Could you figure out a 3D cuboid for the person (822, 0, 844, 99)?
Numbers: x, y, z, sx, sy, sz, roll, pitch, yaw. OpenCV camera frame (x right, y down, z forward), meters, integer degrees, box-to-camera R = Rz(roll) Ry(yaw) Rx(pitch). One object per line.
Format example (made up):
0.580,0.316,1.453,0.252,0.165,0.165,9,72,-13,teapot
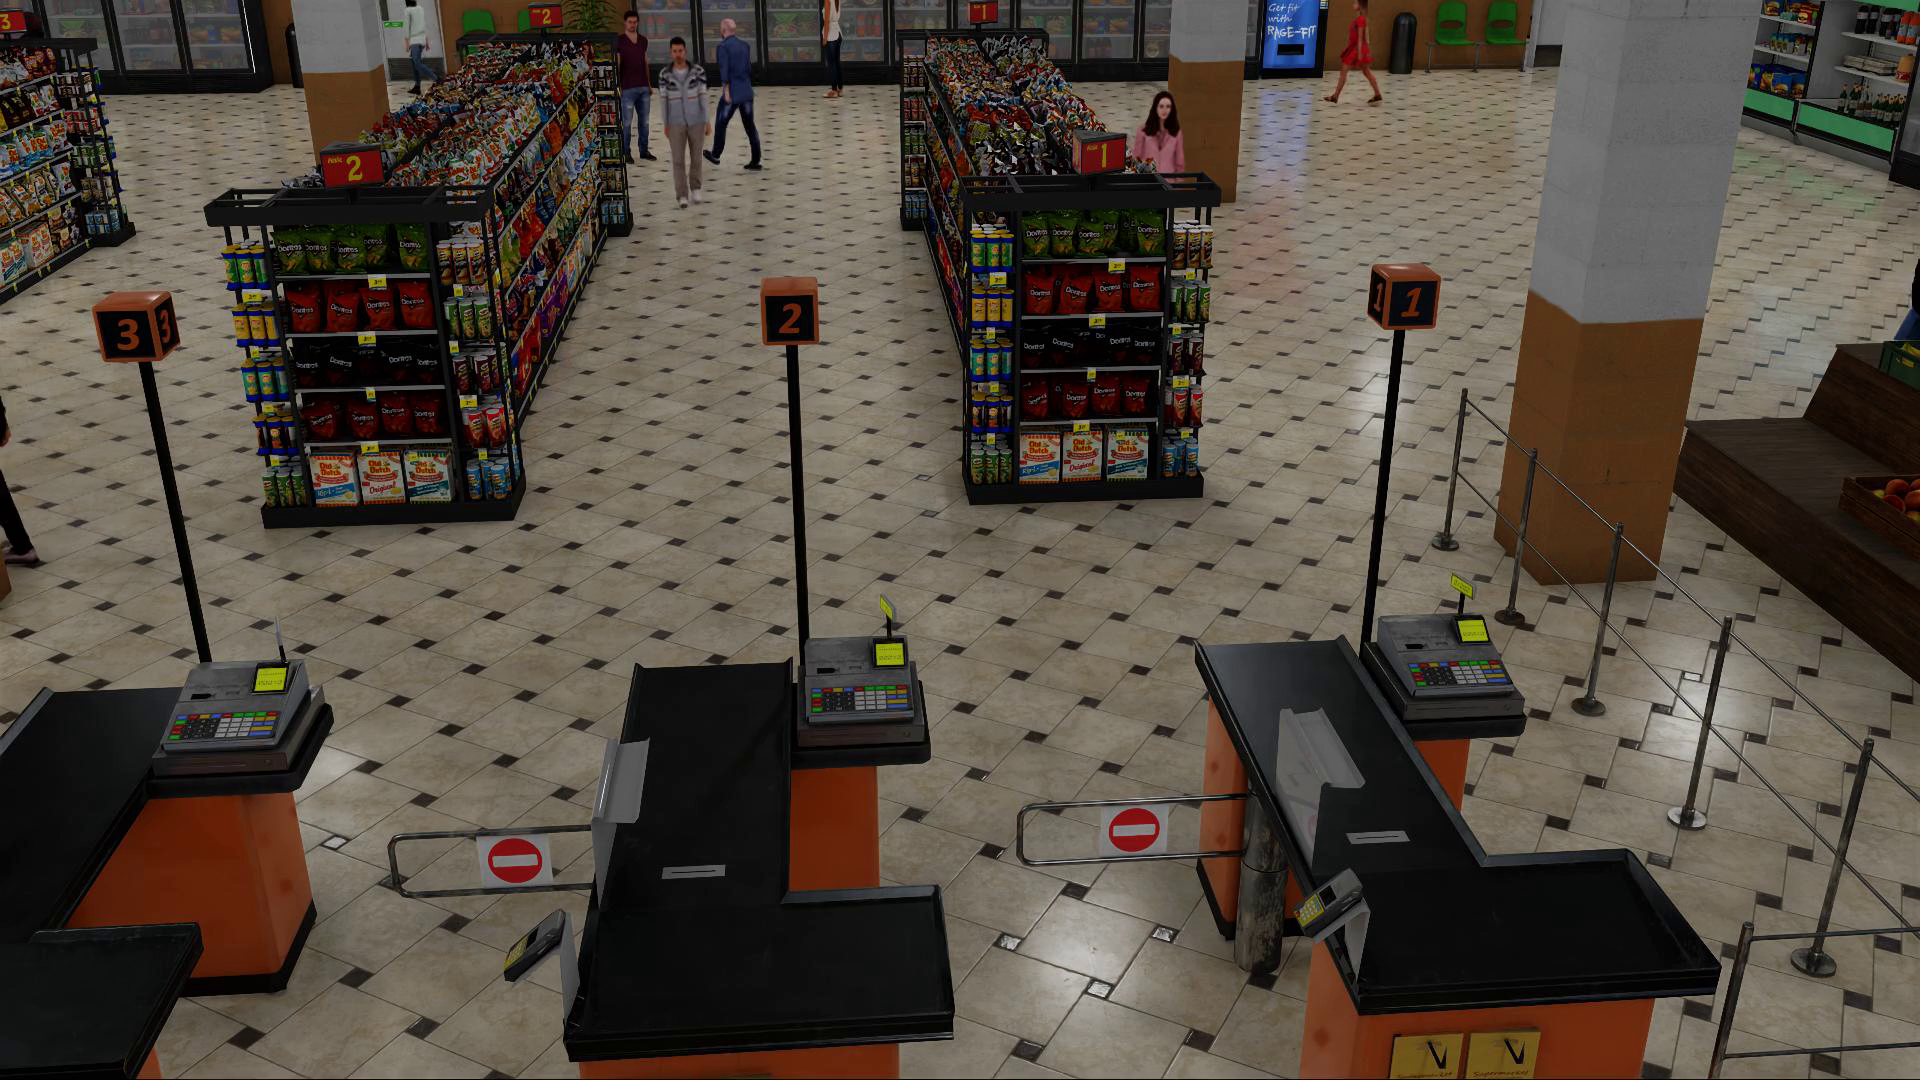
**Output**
-1.941,-7.731,25.591,0.721,1.782,0.595,8,25,18,person

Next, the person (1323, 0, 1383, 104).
6.043,-7.287,24.865,0.920,1.551,1.095,7,25,16,person

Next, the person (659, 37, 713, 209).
-3.023,-4.617,18.431,0.784,1.816,1.203,-5,24,-12,person

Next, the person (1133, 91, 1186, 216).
1.785,-3.211,15.257,0.663,1.786,0.636,0,24,-1,person

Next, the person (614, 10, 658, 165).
-4.099,-5.696,20.858,0.742,1.847,0.761,-19,30,-36,person

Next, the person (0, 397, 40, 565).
-5.577,-0.597,9.522,0.758,1.594,0.833,1,24,1,person

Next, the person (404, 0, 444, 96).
-8.295,-7.641,25.589,0.962,1.620,1.048,10,26,22,person

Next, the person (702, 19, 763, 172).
-2.644,-5.328,20.105,1.255,1.778,1.187,18,29,35,person
